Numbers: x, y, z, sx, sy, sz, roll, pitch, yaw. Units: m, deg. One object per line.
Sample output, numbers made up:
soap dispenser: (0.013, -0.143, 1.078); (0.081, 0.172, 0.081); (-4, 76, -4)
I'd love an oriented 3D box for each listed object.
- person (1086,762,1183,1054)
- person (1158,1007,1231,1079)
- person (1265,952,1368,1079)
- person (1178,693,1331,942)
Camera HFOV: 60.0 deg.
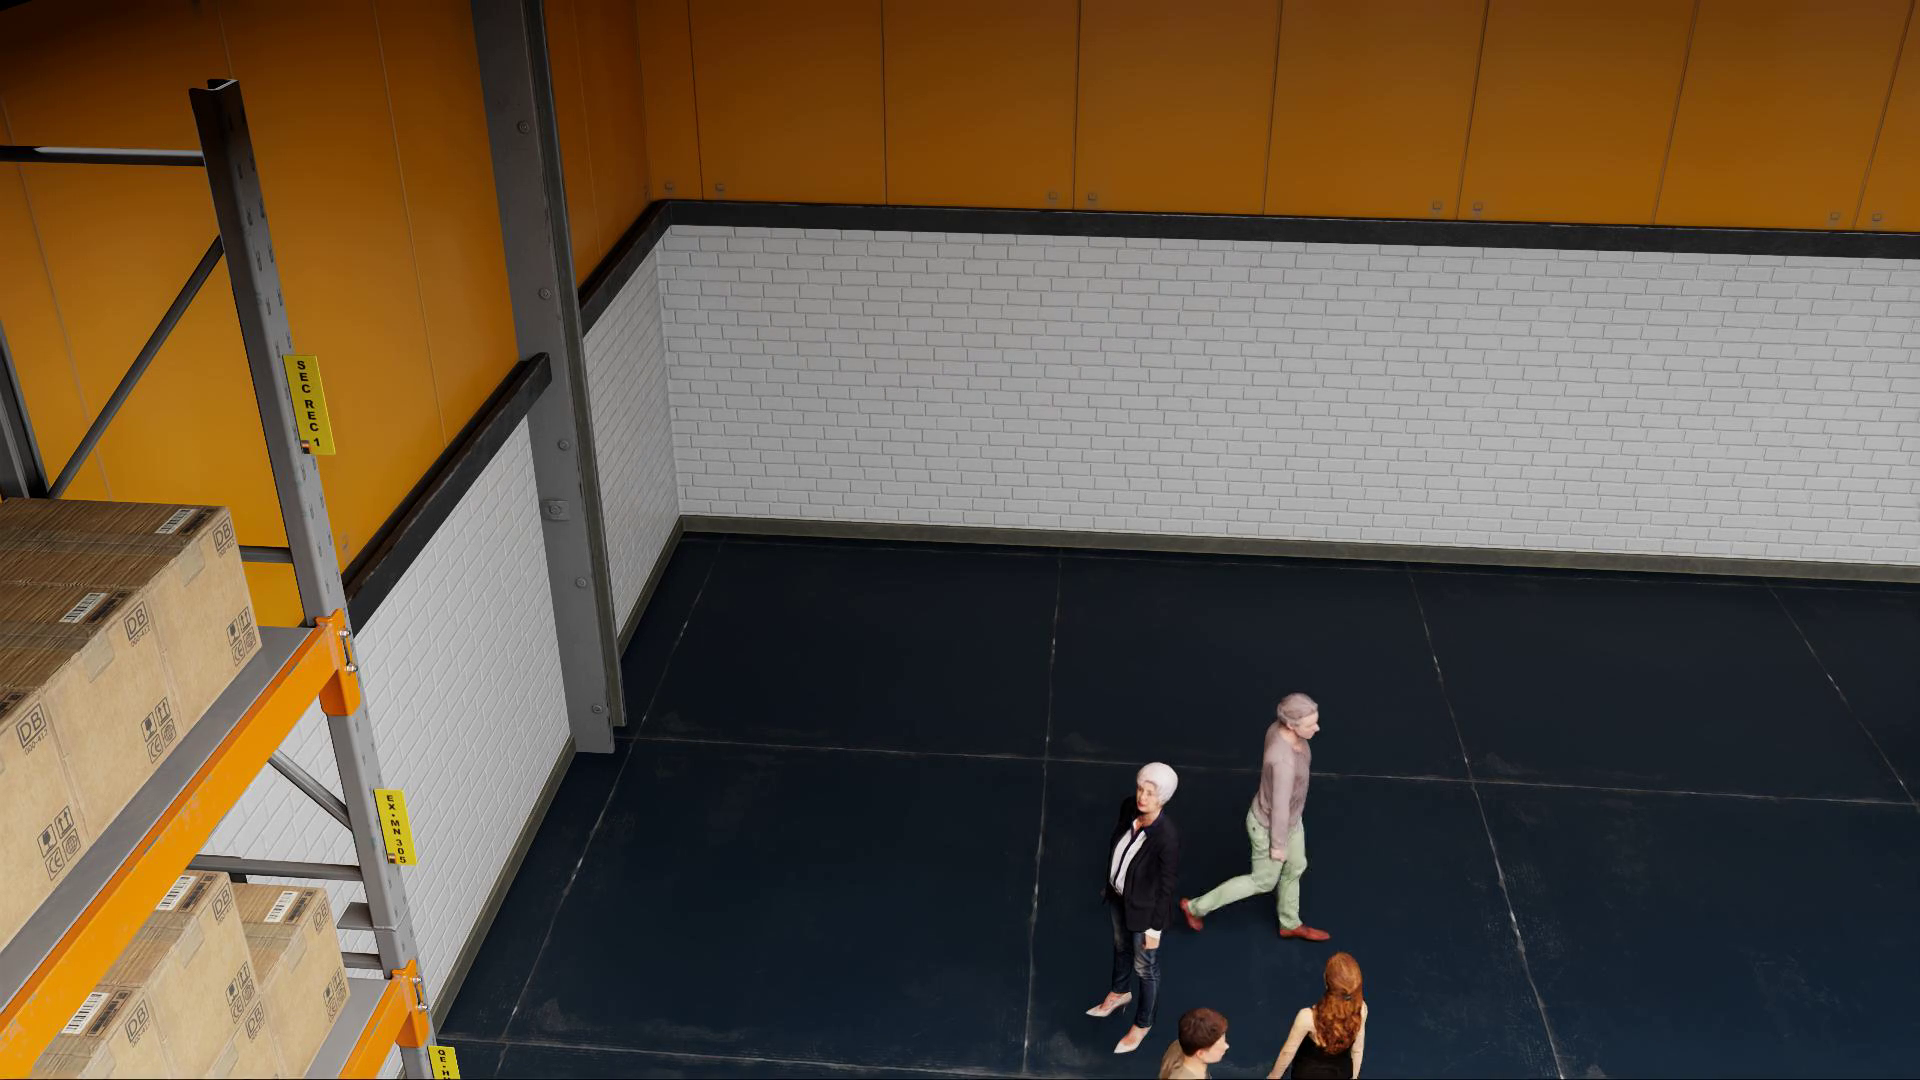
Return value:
person: (0.881, 1.882, 8.633); (0.803, 1.781, 0.784); (-12, 31, -21)
person: (0.913, 2.863, 7.657); (0.741, 1.814, 1.041); (1, 29, 2)
person: (1.792, 2.736, 8.127); (0.918, 1.587, 1.154); (-12, 31, -20)
person: (1.764, 1.673, 9.812); (0.837, 1.839, 1.124); (5, 29, 9)
